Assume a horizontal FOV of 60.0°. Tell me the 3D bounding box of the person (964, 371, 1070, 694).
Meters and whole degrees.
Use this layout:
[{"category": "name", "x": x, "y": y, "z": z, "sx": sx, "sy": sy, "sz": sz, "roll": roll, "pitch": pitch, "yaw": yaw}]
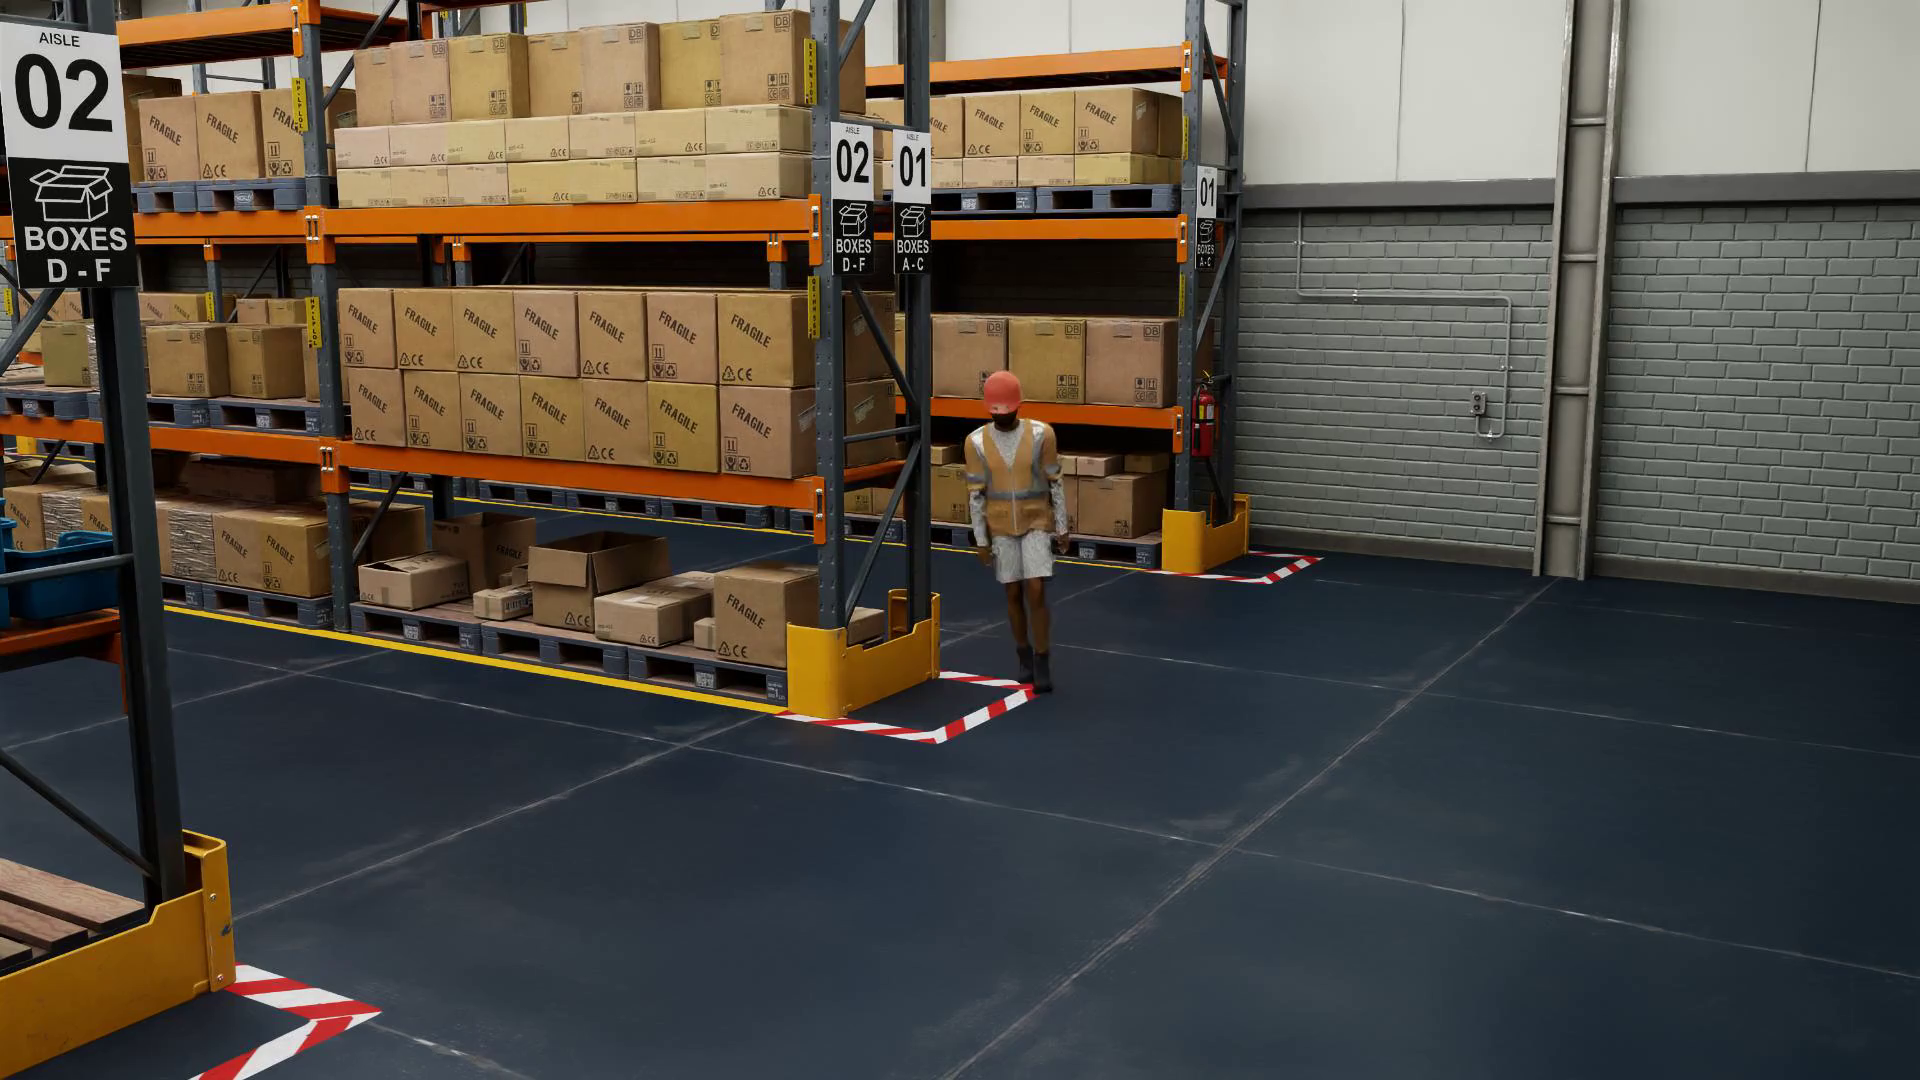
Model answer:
[{"category": "person", "x": 0.327, "y": -0.045, "z": 9.683, "sx": 0.609, "sy": 1.876, "sz": 0.725, "roll": 2, "pitch": 10, "yaw": 9}]
